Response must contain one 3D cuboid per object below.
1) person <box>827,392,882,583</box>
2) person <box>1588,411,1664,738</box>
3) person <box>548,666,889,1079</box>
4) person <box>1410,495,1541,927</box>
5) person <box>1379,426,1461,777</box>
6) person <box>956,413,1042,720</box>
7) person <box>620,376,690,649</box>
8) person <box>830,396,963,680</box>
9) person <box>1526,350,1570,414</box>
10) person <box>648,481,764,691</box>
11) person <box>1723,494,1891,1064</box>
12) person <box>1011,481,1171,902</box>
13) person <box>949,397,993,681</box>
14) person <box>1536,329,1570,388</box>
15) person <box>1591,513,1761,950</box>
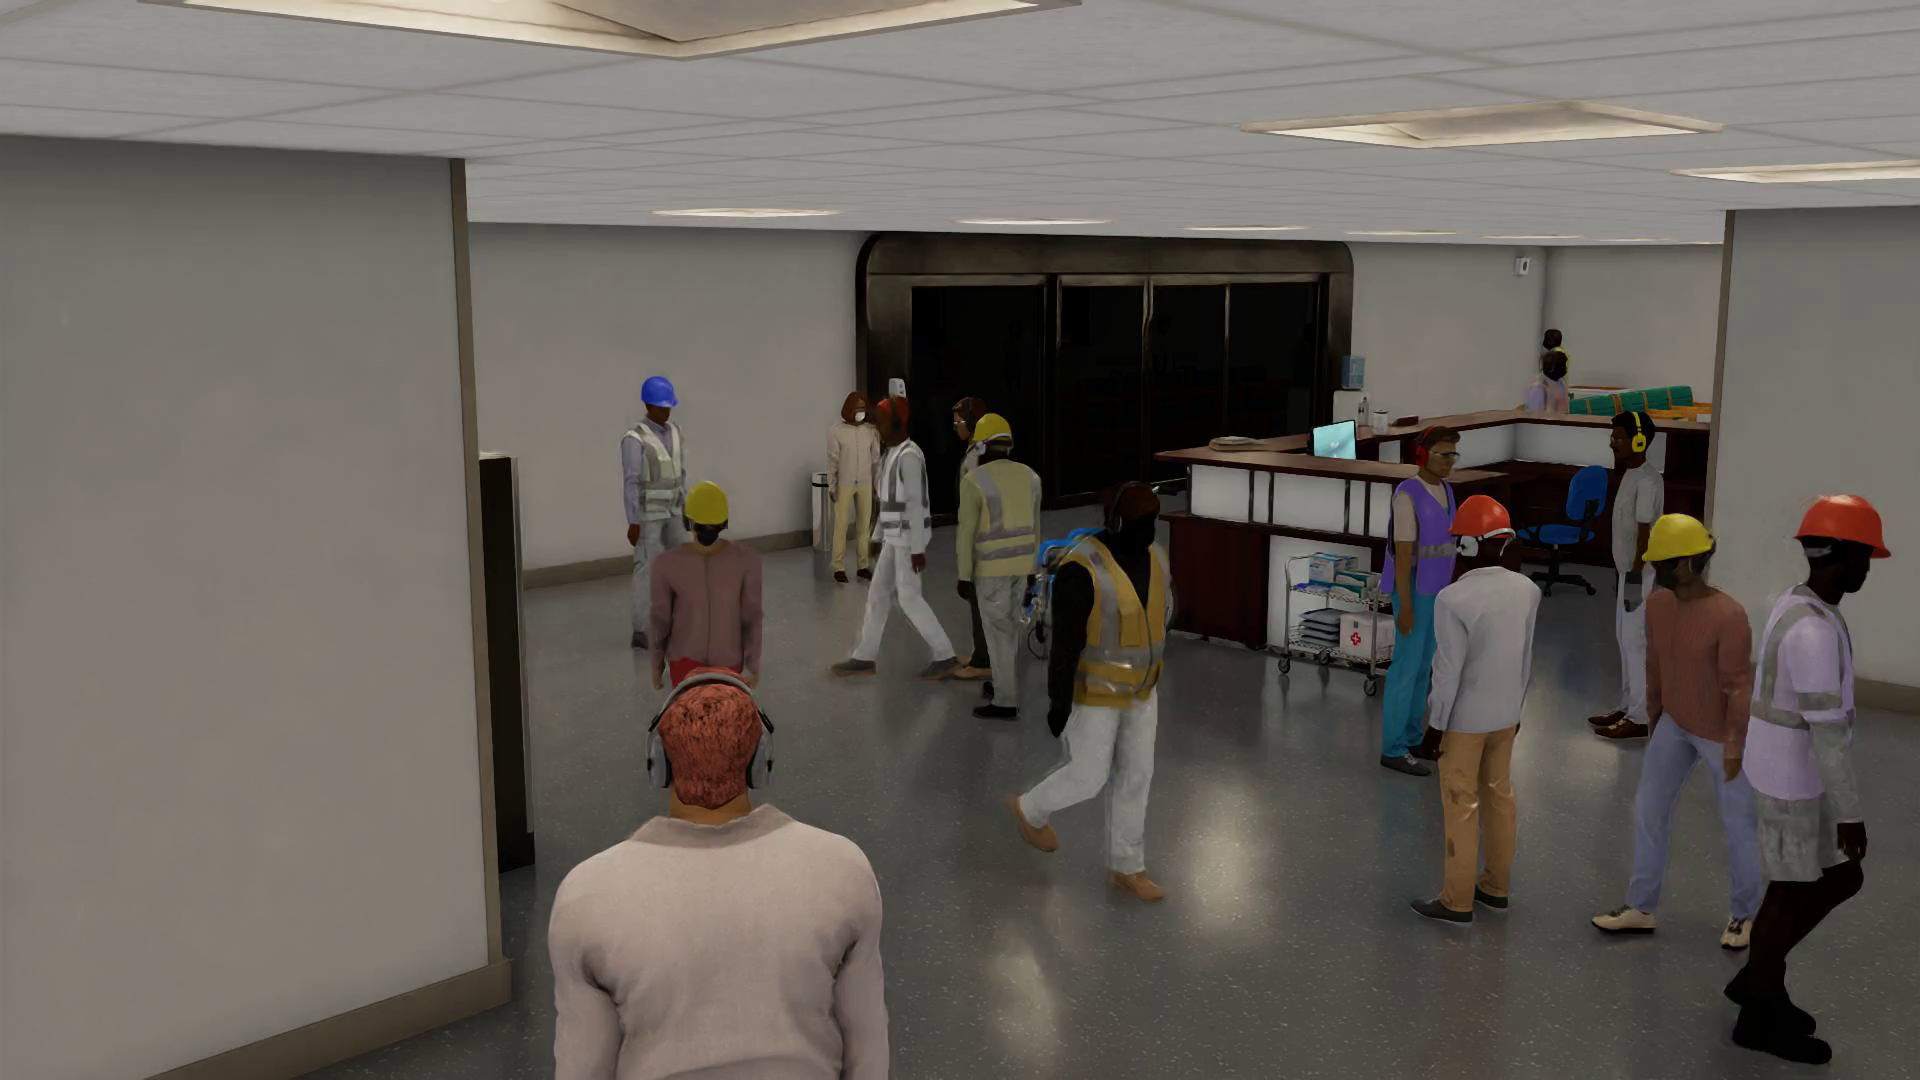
[{"bbox_3d":[-0.893,-0.448,14.141,0.504,1.627,0.285,-5,10,-27],"label":"person"},{"bbox_3d":[3.807,0.198,9.451,0.327,1.862,0.510,2,10,13],"label":"person"},{"bbox_3d":[-0.458,1.186,3.243,0.636,1.911,0.406,-2,10,-14],"label":"person"},{"bbox_3d":[2.088,0.687,6.770,0.572,1.751,0.329,-6,11,-34],"label":"person"},{"bbox_3d":[2.434,0.306,8.840,0.375,1.841,0.567,7,11,36],"label":"person"},{"bbox_3d":[0.206,0.154,9.920,0.602,1.802,0.592,-9,13,-42],"label":"person"},{"bbox_3d":[-2.100,-0.188,11.608,0.452,1.925,0.630,5,10,26],"label":"person"},{"bbox_3d":[-0.435,-0.002,10.732,0.843,1.848,0.628,-2,9,-9],"label":"person"},{"bbox_3d":[6.065,-1.034,17.107,0.476,1.826,0.656,9,13,44],"label":"person"},{"bbox_3d":[-1.212,0.535,7.836,0.526,1.712,0.865,-3,10,-18],"label":"person"},{"bbox_3d":[2.855,0.801,5.551,0.435,1.914,0.558,6,11,32],"label":"person"},{"bbox_3d":[0.561,0.614,7.113,0.637,1.807,0.697,-8,12,-40],"label":"person"},{"bbox_3d":[0.109,-0.007,10.759,0.344,1.841,0.506,2,10,13],"label":"person"},{"bbox_3d":[8.064,-1.956,22.713,0.430,1.845,0.624,7,12,37],"label":"person"},{"bbox_3d":[2.873,0.748,6.505,0.622,1.716,0.526,-4,10,-23],"label":"person"}]
